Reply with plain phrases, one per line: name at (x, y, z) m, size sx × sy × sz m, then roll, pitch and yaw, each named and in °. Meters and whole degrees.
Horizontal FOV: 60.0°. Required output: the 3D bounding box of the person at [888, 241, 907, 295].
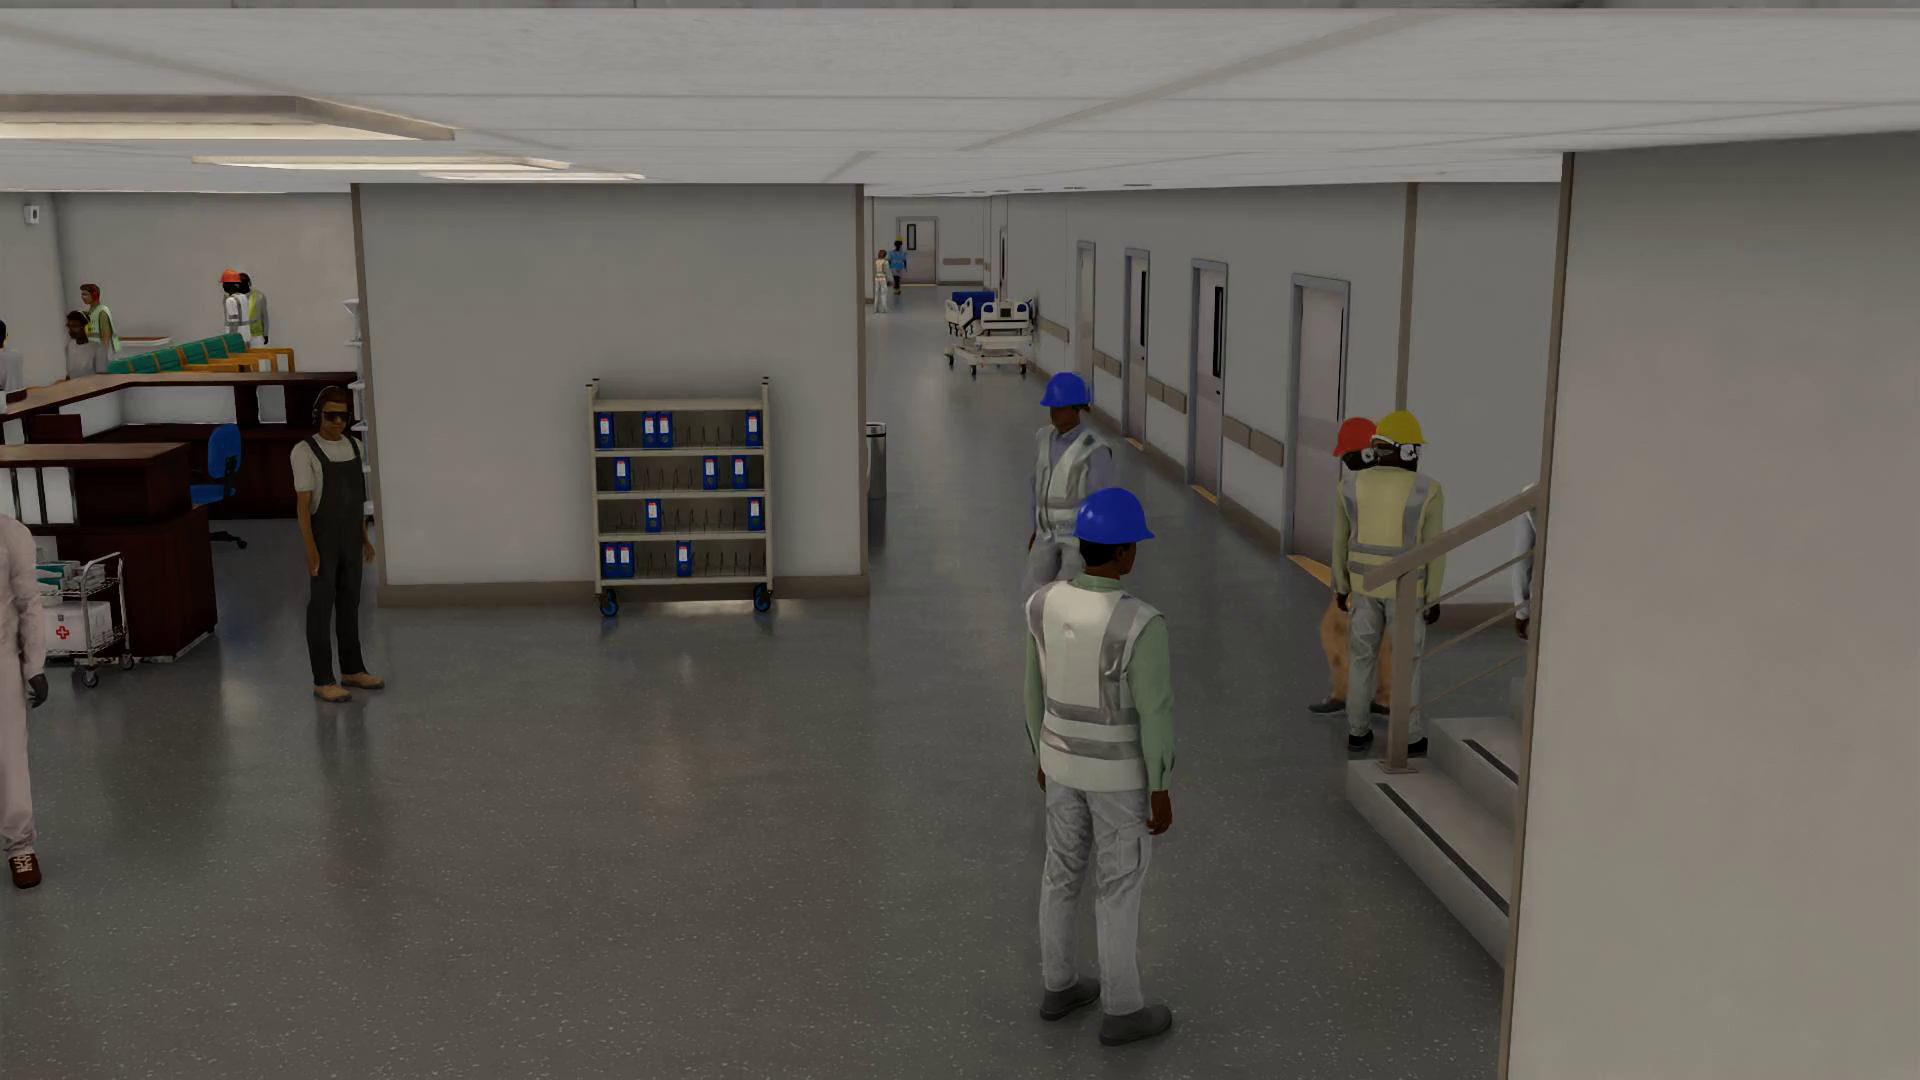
person at (-1.925, -8.405, 51.390) m, size 0.541 × 1.641 × 0.943 m, roll -4°, pitch 12°, yaw -20°

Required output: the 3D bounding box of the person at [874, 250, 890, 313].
person at (-2.022, -6.681, 43.024) m, size 0.514 × 1.630 × 0.318 m, roll 10°, pitch 15°, yaw 40°

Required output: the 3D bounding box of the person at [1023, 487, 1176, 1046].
person at (0.490, 0.781, 5.769) m, size 0.614 × 1.946 × 0.389 m, roll 11°, pitch 16°, yaw 44°

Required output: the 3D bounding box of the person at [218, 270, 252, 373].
person at (-10.204, -2.832, 23.450) m, size 0.361 × 1.939 × 0.543 m, roll -1°, pitch 12°, yaw -3°

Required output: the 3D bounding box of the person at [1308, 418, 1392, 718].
person at (2.216, 0.168, 9.325) m, size 0.609 × 1.713 × 0.626 m, roll 5°, pitch 13°, yaw 24°

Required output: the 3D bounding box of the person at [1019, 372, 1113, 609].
person at (0.613, -0.018, 9.710) m, size 0.436 × 1.930 × 0.639 m, roll -10°, pitch 15°, yaw -39°

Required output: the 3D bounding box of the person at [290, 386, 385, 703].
person at (-3.654, 0.016, 9.766) m, size 0.350 × 1.842 × 0.506 m, roll 5°, pitch 13°, yaw 25°

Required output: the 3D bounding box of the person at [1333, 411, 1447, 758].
person at (2.254, 0.237, 8.727) m, size 0.592 × 1.828 × 0.404 m, roll 8°, pitch 14°, yaw 35°

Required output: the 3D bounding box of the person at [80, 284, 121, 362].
person at (-11.216, -2.433, 21.771) m, size 0.387 × 1.837 × 0.560 m, roll -11°, pitch 16°, yaw -43°

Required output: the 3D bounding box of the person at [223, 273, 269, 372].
person at (-10.730, -3.102, 25.045) m, size 0.622 × 1.835 × 0.431 m, roll -5°, pitch 13°, yaw -23°

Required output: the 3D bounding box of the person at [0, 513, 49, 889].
person at (-4.172, 0.561, 6.950) m, size 0.644 × 1.907 × 0.400 m, roll -5°, pitch 13°, yaw -24°

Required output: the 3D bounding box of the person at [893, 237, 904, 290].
person at (-1.992, -8.948, 53.841) m, size 0.337 × 1.733 × 0.480 m, roll 3°, pitch 12°, yaw 16°
